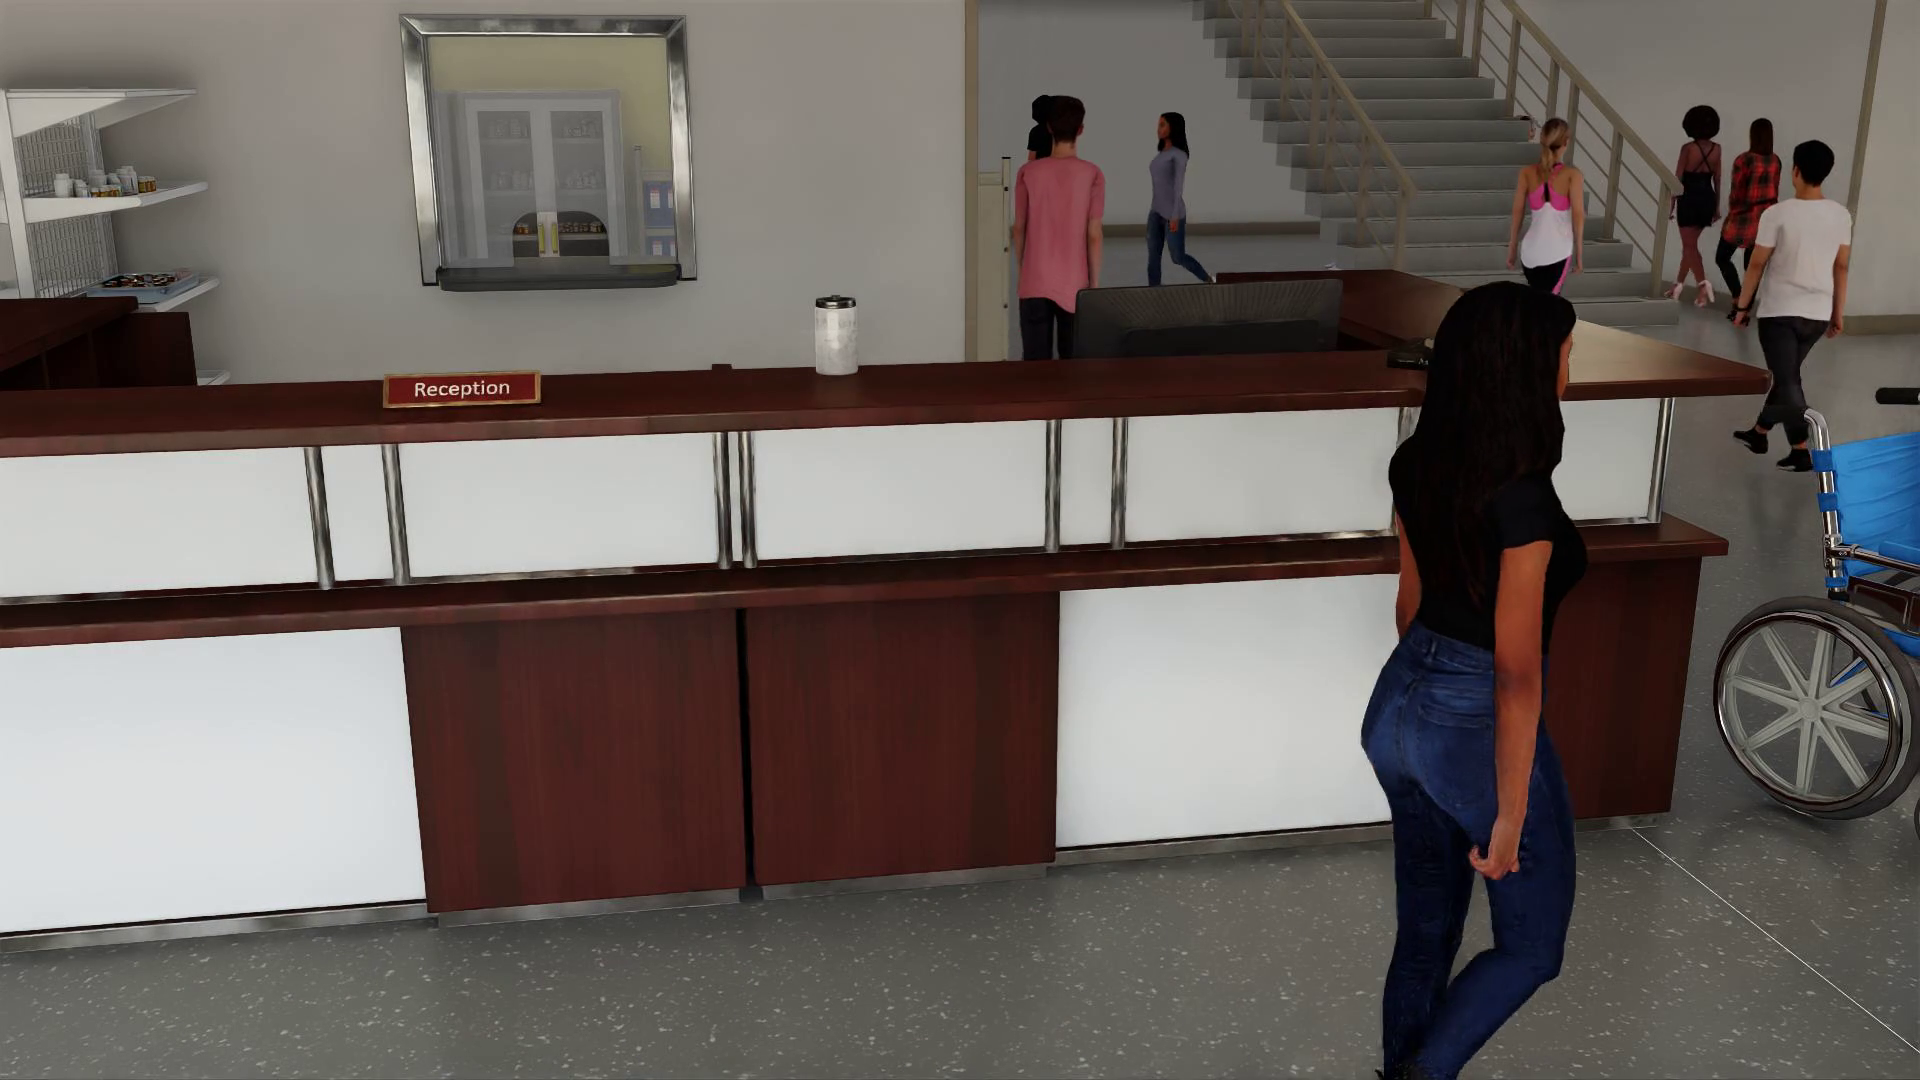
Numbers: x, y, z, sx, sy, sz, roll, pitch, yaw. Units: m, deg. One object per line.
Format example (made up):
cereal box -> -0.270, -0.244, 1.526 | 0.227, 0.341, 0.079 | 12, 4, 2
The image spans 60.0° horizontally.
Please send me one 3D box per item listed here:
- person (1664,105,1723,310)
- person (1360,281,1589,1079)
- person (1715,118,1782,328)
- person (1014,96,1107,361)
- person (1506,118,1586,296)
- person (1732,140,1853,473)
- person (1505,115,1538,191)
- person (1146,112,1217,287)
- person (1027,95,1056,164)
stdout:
person -> 6.453, -2.851, 14.520 | 0.560, 1.739, 1.080 | -2, 16, -9
person -> 0.813, 0.421, 2.935 | 0.724, 1.728, 0.694 | -8, 18, -26
person -> 6.567, -2.598, 13.714 | 0.616, 1.690, 0.601 | -4, 16, -12
person -> 0.465, -1.191, 8.340 | 0.832, 1.898, 1.320 | 1, 16, 4
person -> 3.697, -1.755, 10.609 | 1.099, 1.751, 1.168 | -15, 21, -42
person -> 4.345, -1.169, 8.606 | 0.722, 1.680, 1.094 | -1, 16, -2
person -> 5.591, -3.450, 16.912 | 1.205, 1.593, 1.044 | 14, 21, 41
person -> 1.886, -2.783, 14.320 | 0.845, 1.717, 1.038 | -7, 17, -22
person -> 0.914, -3.806, 17.883 | 0.706, 1.739, 0.686 | -11, 19, -35
